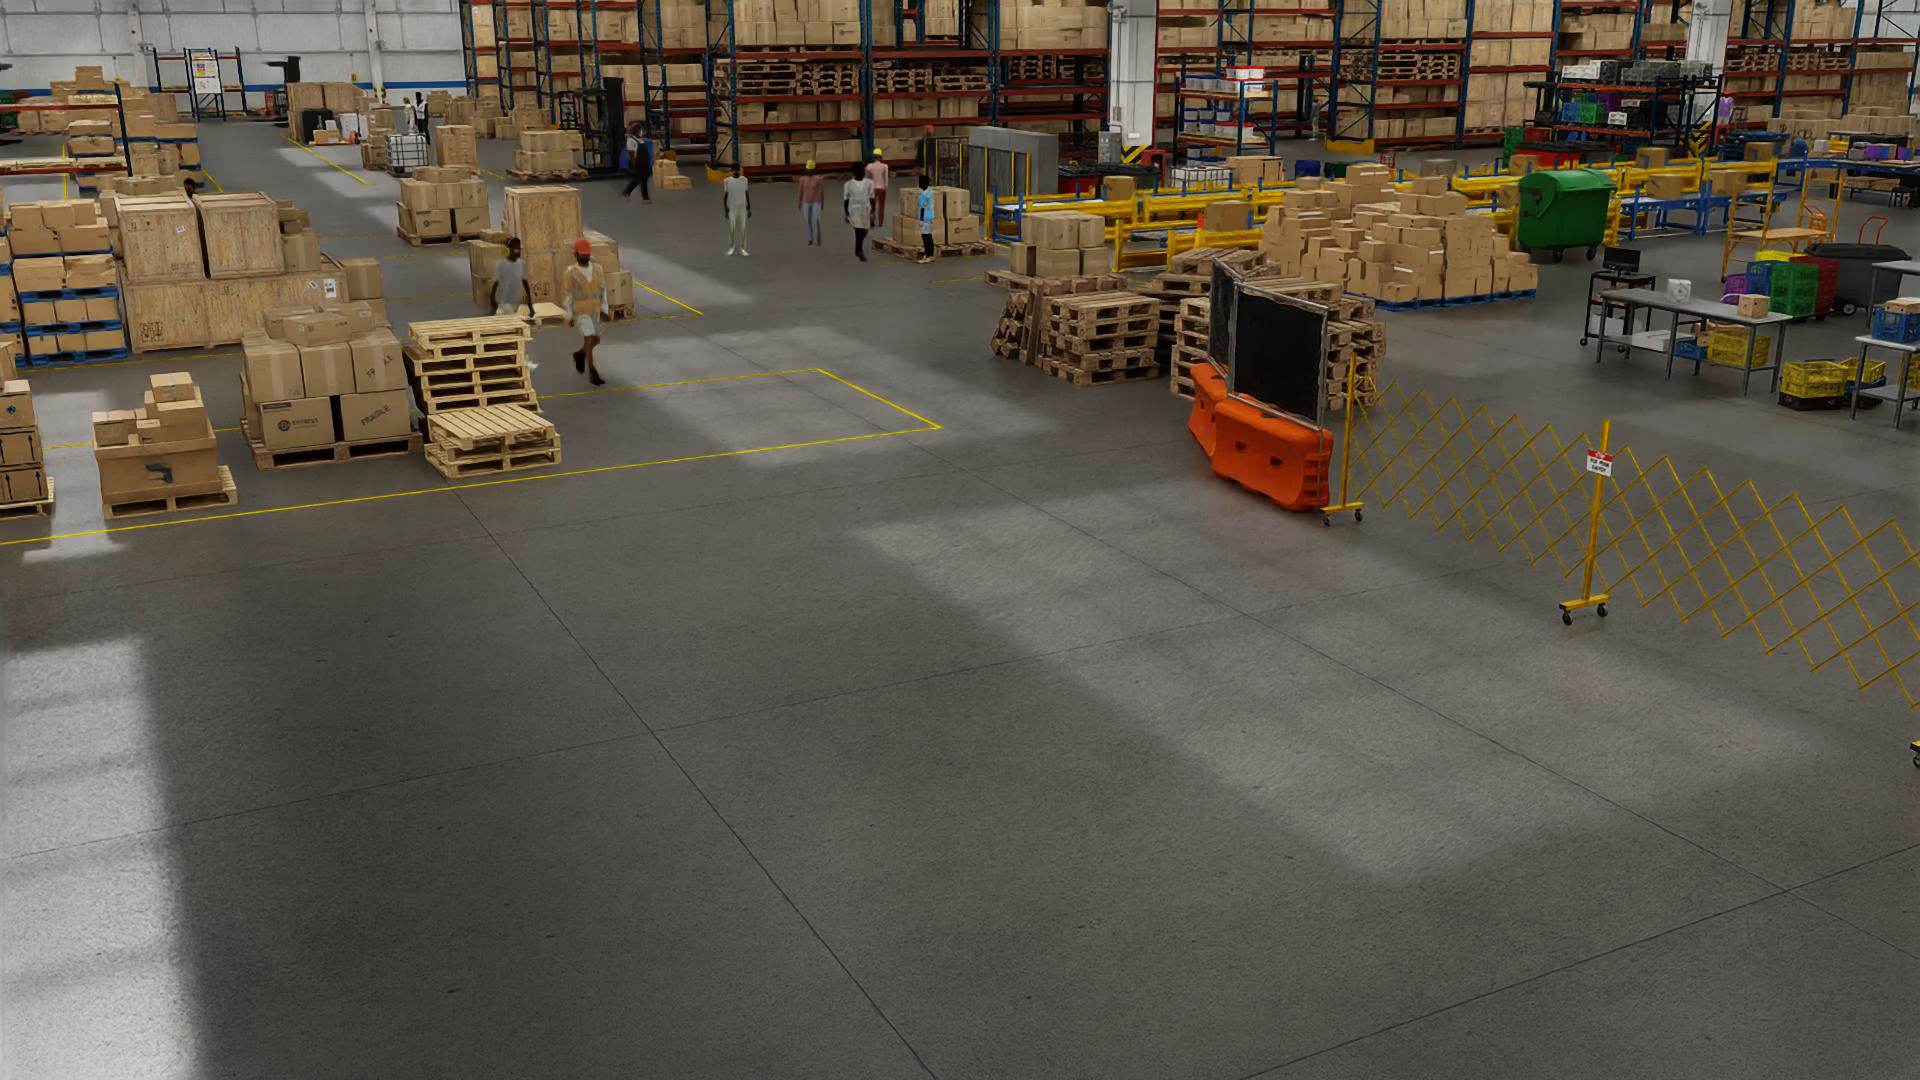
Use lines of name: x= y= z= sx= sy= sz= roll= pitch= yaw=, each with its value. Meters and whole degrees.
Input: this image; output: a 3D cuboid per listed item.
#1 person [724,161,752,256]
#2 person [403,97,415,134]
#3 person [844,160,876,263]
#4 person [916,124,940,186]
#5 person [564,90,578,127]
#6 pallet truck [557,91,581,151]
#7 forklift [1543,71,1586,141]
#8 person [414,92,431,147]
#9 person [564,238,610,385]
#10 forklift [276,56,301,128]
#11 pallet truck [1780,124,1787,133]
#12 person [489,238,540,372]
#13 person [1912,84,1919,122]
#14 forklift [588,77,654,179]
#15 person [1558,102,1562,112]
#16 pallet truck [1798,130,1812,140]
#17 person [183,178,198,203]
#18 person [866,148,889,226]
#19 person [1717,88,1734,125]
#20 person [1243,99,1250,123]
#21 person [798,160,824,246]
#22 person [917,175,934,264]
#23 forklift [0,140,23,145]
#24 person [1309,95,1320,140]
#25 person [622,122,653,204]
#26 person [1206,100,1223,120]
person: x=-4.384 y=-6.553 z=32.926 sx=0.540 sy=1.854 sz=0.391 roll=-7 pitch=19 yaw=-21
person: x=-19.910 y=-15.169 z=60.144 sx=0.320 sy=1.628 sz=0.509 roll=-5 pitch=19 yaw=-16
person: x=-1.965 y=-6.403 z=32.318 sx=0.620 sy=1.938 sz=0.833 roll=-7 pitch=19 yaw=-21
person: x=-0.819 y=-9.405 z=41.664 sx=0.632 sy=1.957 sz=0.987 roll=9 pitch=20 yaw=27
person: x=-14.380 y=-15.686 z=61.413 sx=0.429 sy=1.843 sz=0.631 roll=8 pitch=20 yaw=25
pallet truck: x=-13.495 y=-14.412 z=57.188 sx=0.823 sy=1.965 sz=1.885 roll=-3 pitch=18 yaw=-9
forklift: x=18.685 y=-13.231 z=52.085 sx=1.873 sy=2.768 sz=1.129 roll=-9 pitch=20 yaw=-26
person: x=-18.921 y=-14.785 z=58.503 sx=0.588 sy=1.909 sz=0.387 roll=8 pitch=20 yaw=24
person: x=-4.934 y=-3.029 z=21.846 sx=0.548 sy=1.912 sz=0.814 roll=-16 pitch=24 yaw=-41
forklift: x=-27.100 y=-18.345 z=68.028 sx=1.873 sy=2.768 sz=1.129 roll=-9 pitch=20 yaw=-26
pallet truck: x=25.206 y=-12.542 z=52.601 sx=1.601 sy=1.201 sz=0.680 roll=0 pitch=18 yaw=-2
person: x=-5.962 y=-3.146 z=22.371 sx=1.019 sy=1.807 sz=0.541 roll=11 pitch=21 yaw=32
person: x=41.201 y=-18.890 z=71.270 sx=0.614 sy=1.941 sz=1.050 roll=5 pitch=18 yaw=15
forklift: x=-9.901 y=-11.889 z=47.898 sx=1.873 sy=2.768 sz=1.129 roll=-9 pitch=20 yaw=-26
person: x=19.622 y=-13.367 z=54.230 sx=0.760 sy=1.801 sz=0.618 roll=-9 pitch=20 yaw=-26
pallet truck: x=25.526 y=-11.556 z=49.408 sx=1.630 sy=1.274 sz=0.653 roll=-9 pitch=20 yaw=-26
person: x=-13.486 y=-5.451 z=29.417 sx=0.594 sy=1.903 sz=0.651 roll=-2 pitch=18 yaw=-7
person: x=-1.854 y=-7.872 z=37.205 sx=0.529 sy=1.749 sz=0.641 roll=2 pitch=18 yaw=5
person: x=27.967 y=-15.558 z=60.873 sx=0.542 sy=1.928 sz=0.374 roll=4 pitch=18 yaw=13
person: x=11.299 y=-17.184 z=66.107 sx=0.414 sy=1.822 sz=0.615 roll=-7 pitch=19 yaw=-21
person: x=-3.084 y=-6.945 z=34.320 sx=0.528 sy=1.752 sz=0.520 roll=3 pitch=18 yaw=8
person: x=-0.663 y=-6.163 z=31.967 sx=0.317 sy=1.691 sz=0.535 roll=5 pitch=18 yaw=15
forklift: x=-34.684 y=-15.432 z=58.943 sx=1.873 sy=2.768 sz=1.129 roll=-2 pitch=18 yaw=-7
person: x=13.133 y=-15.629 z=61.568 sx=0.279 sy=1.633 sz=0.499 roll=15 pitch=23 yaw=40
person: x=-8.061 y=-9.418 z=41.551 sx=0.680 sy=2.000 sz=0.697 roll=7 pitch=19 yaw=21
person: x=8.664 y=-14.228 z=56.793 sx=0.756 sy=1.880 sz=0.461 roll=14 pitch=22 yaw=37
